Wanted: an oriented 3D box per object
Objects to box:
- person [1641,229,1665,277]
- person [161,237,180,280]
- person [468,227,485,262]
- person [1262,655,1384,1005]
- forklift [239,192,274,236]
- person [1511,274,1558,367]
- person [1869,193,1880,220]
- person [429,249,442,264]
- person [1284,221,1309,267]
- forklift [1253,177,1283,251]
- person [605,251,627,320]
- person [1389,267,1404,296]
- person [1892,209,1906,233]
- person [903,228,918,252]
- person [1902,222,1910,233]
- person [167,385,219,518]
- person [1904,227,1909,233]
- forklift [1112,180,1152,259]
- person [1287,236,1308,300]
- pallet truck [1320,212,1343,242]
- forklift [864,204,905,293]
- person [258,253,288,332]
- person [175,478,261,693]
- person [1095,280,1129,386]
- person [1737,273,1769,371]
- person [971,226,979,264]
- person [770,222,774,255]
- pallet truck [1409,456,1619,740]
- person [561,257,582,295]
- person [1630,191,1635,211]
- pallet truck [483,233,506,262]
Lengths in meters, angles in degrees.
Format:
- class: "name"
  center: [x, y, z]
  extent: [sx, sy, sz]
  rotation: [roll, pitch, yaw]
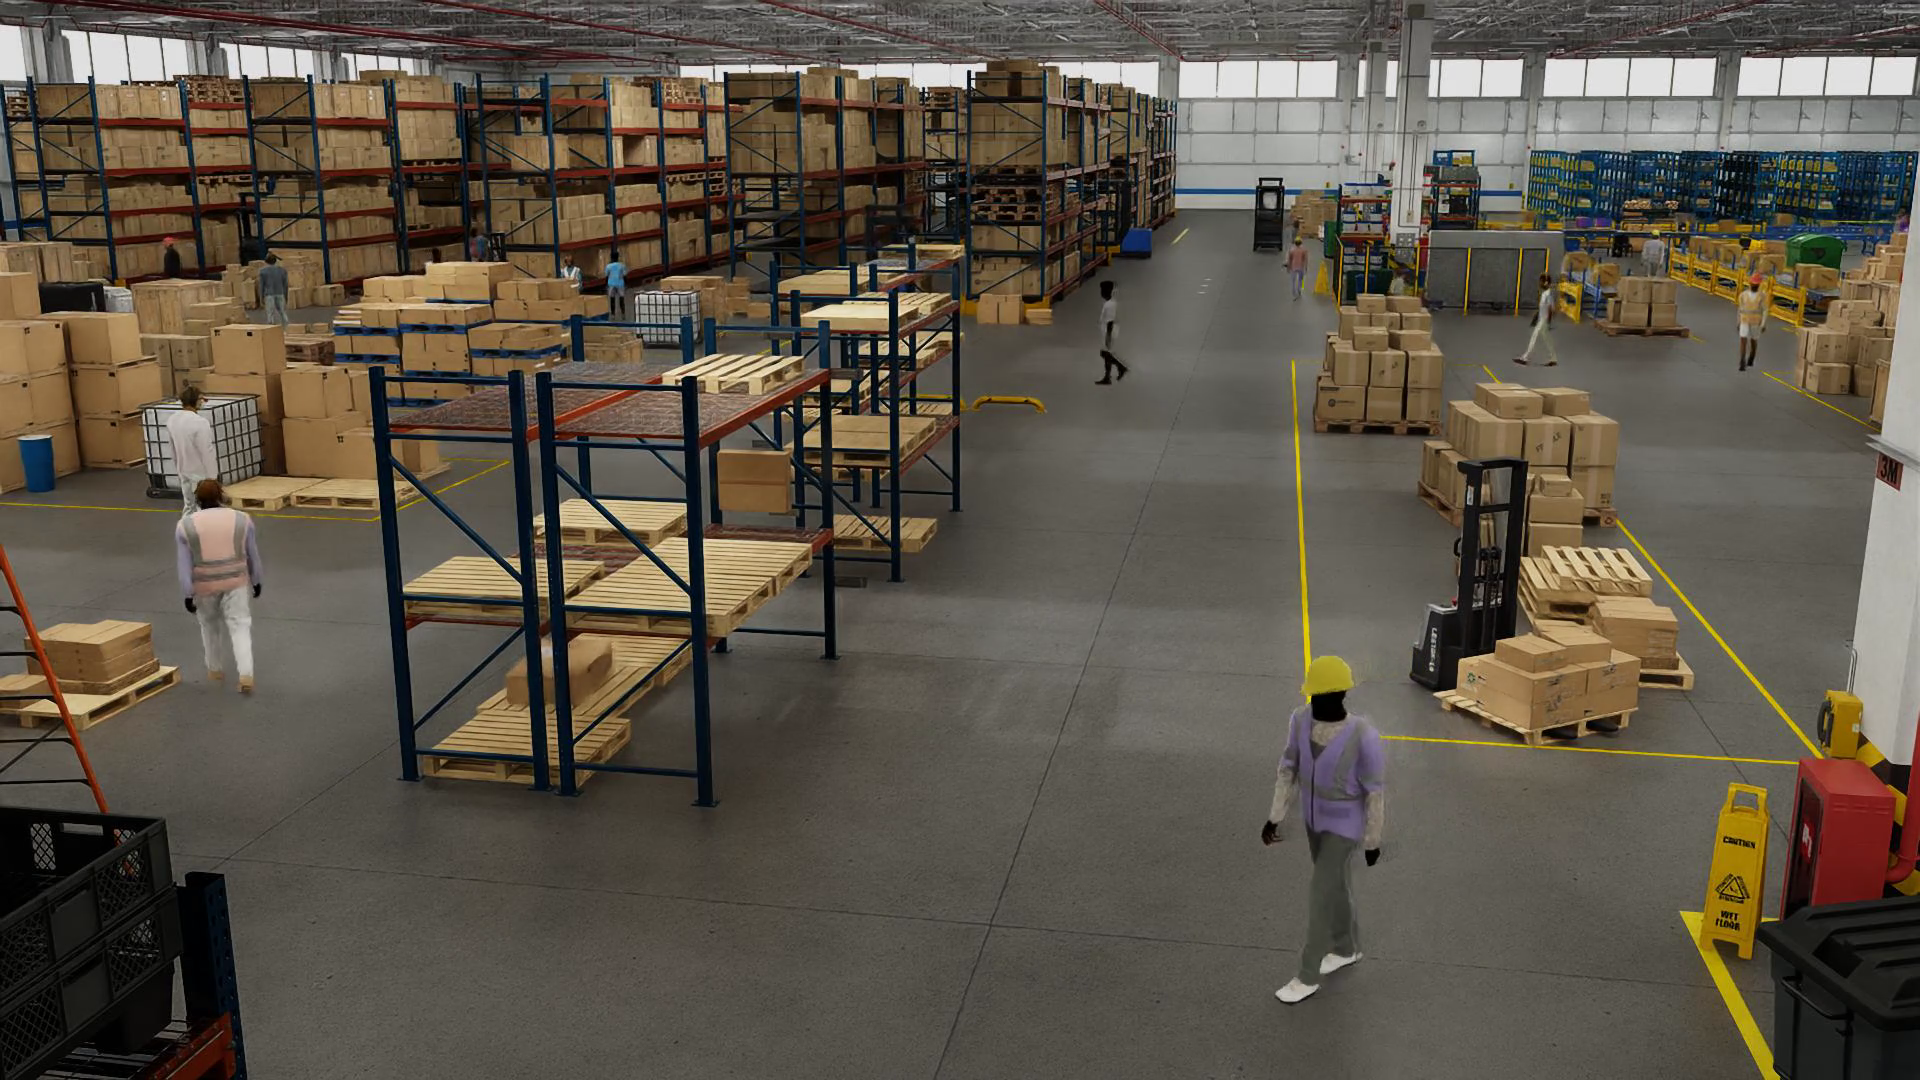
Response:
- class: "person"
  center: [20.181, -8.140, 48.441]
  extent: [0.600, 1.815, 0.690]
  rotation: [3, 14, 10]
- class: "person"
  center: [-20.065, -6.755, 42.496]
  extent: [0.678, 1.972, 0.628]
  rotation: [0, 14, 2]
- class: "person"
  center: [-14.507, -8.479, 49.860]
  extent: [0.651, 1.788, 0.939]
  rotation: [10, 17, 36]
- class: "person"
  center: [1.925, 1.540, 8.982]
  extent: [0.858, 1.894, 0.598]
  rotation: [-8, 16, -30]
- class: "forklift"
  center: [-20.908, -8.999, 49.741]
  extent: [1.129, 2.768, 1.873]
  rotation: [-4, 14, -14]
- class: "person"
  center: [11.497, -4.355, 33.060]
  extent: [0.954, 1.826, 0.519]
  rotation: [4, 15, 17]
- class: "person"
  center: [43.171, -15.600, 78.478]
  extent: [1.034, 1.947, 0.646]
  rotation: [9, 16, 31]
- class: "person"
  center: [-12.438, -6.019, 39.735]
  extent: [0.998, 1.863, 0.605]
  rotation: [0, 14, 1]
- class: "person"
  center: [11.536, -10.141, 57.030]
  extent: [0.873, 1.579, 0.524]
  rotation: [5, 15, 18]
- class: "forklift"
  center: [12.083, -12.747, 64.956]
  extent: [1.129, 2.768, 1.873]
  rotation: [3, 14, 10]
- class: "person"
  center: [-8.531, -6.321, 41.304]
  extent: [0.540, 1.695, 0.317]
  rotation: [-2, 14, -8]
- class: "person"
  center: [9.770, -5.346, 37.540]
  extent: [0.826, 1.598, 0.535]
  rotation: [-3, 14, -11]
- class: "person"
  center: [33.324, -10.801, 59.128]
  extent: [0.448, 1.872, 0.697]
  rotation: [10, 17, 34]
- class: "person"
  center: [-1.512, -8.770, 51.298]
  extent: [0.550, 1.660, 0.438]
  rotation: [-8, 16, -29]
- class: "person"
  center: [29.986, -9.214, 52.618]
  extent: [0.557, 1.909, 0.691]
  rotation: [0, 14, -2]
- class: "person"
  center: [-8.271, -0.711, 18.029]
  extent: [0.635, 1.936, 0.354]
  rotation: [8, 16, 30]
- class: "person"
  center: [29.554, -9.025, 51.589]
  extent: [0.636, 2.029, 0.524]
  rotation: [-5, 15, -18]
- class: "forklift"
  center: [6.082, -11.722, 60.796]
  extent: [1.873, 2.768, 1.129]
  rotation: [2, 14, 9]
- class: "person"
  center: [9.374, -7.570, 46.277]
  extent: [0.551, 1.729, 0.826]
  rotation: [2, 14, 7]
- class: "pallet truck"
  center: [15.874, -13.227, 70.310]
  extent: [0.680, 1.201, 1.601]
  rotation: [10, 17, 35]
- class: "forklift"
  center: [-1.884, -6.915, 41.280]
  extent: [1.129, 2.768, 1.873]
  rotation: [3, 14, 10]
- class: "person"
  center: [-15.439, -5.490, 37.453]
  extent: [0.630, 1.931, 0.366]
  rotation: [-10, 17, -36]
- class: "person"
  center: [-6.168, 0.377, 13.903]
  extent: [0.640, 1.806, 0.939]
  rotation: [-8, 16, -30]
- class: "person"
  center: [2.792, -3.801, 30.544]
  extent: [0.539, 1.949, 0.614]
  rotation: [0, 14, 0]
- class: "person"
  center: [15.563, -4.300, 32.684]
  extent: [0.546, 1.911, 0.832]
  rotation: [8, 16, 30]
- class: "person"
  center: [0.489, -10.488, 57.506]
  extent: [0.393, 2.044, 0.609]
  rotation: [-4, 15, -17]
- class: "person"
  center: [-6.961, -11.613, 62.937]
  extent: [0.358, 1.623, 0.541]
  rotation: [13, 19, 42]
- class: "pallet truck"
  center: [4.504, 0.400, 13.395]
  extent: [0.823, 1.965, 1.885]
  rotation: [-6, 15, -23]
- class: "person"
  center: [-9.397, -6.030, 40.266]
  extent: [0.523, 1.630, 0.313]
  rotation: [1, 14, 4]
- class: "person"
  center: [32.849, -16.275, 81.470]
  extent: [0.420, 1.813, 0.597]
  rotation: [3, 14, 13]
- class: "pallet truck"
  center: [-11.832, -7.026, 43.548]
  extent: [1.885, 1.965, 0.823]
  rotation: [8, 16, 28]
